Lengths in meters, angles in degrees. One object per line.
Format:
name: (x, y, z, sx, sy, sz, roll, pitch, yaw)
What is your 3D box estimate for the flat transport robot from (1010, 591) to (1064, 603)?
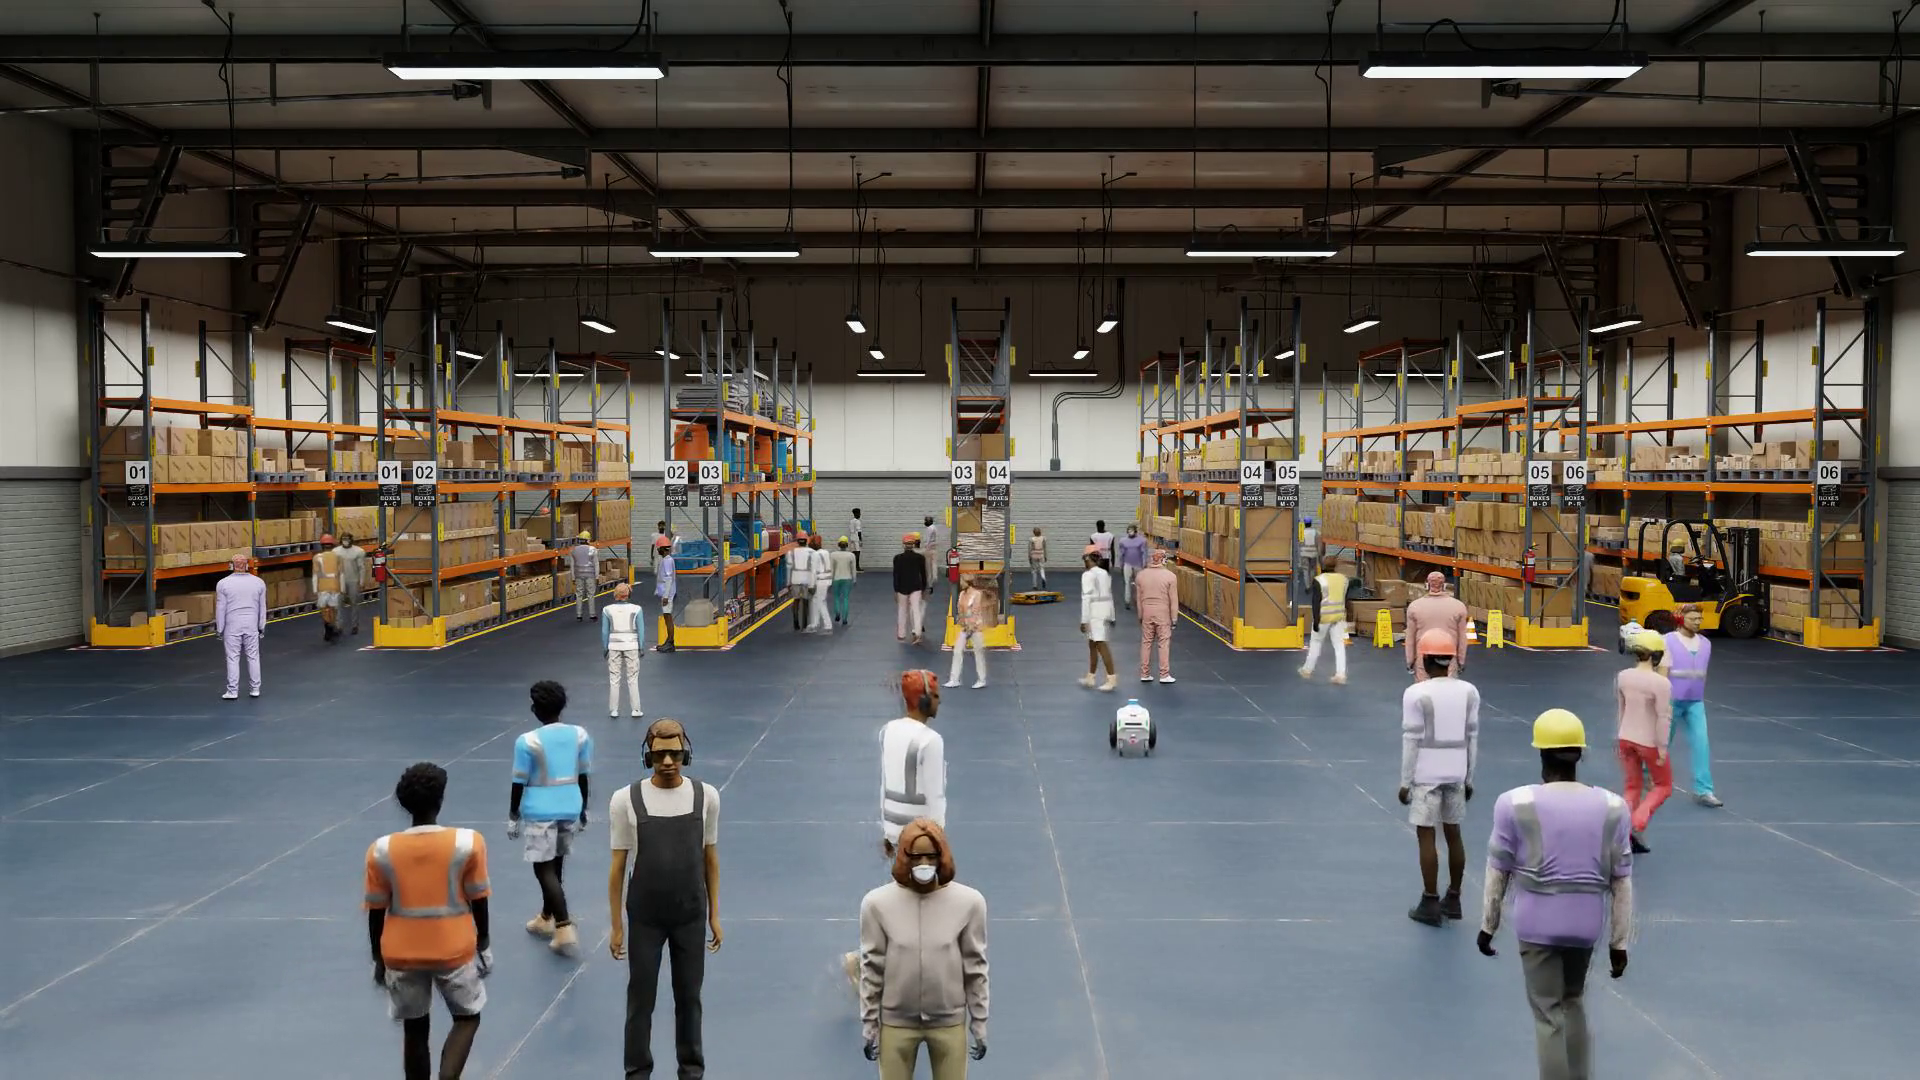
flat transport robot: (1.766, 1.323, 37.548, 0.652, 0.197, 1.431, 2, 3, 37)

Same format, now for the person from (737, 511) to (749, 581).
person: (-5.887, 0.174, 44.852, 0.795, 1.966, 0.666, 0, 2, 3)

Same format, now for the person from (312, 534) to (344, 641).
person: (-11.198, 0.844, 28.665, 0.560, 1.921, 0.560, -2, 3, -37)

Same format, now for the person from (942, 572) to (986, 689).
person: (0.072, 1.256, 22.175, 0.740, 1.607, 0.513, -2, 3, -38)

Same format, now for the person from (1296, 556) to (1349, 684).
person: (5.197, 1.125, 23.053, 0.642, 1.799, 0.897, -1, 2, -22)

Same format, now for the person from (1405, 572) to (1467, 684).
person: (5.194, 1.295, 17.625, 0.655, 1.899, 0.398, 1, 2, 17)

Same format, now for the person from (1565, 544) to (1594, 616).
person: (11.534, 0.824, 30.036, 0.538, 1.844, 0.510, 0, 2, -4)

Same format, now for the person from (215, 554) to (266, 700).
person: (-9.500, 1.142, 21.297, 0.654, 1.906, 0.407, -2, 3, -45)

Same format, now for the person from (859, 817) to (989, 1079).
person: (-0.137, 1.878, 6.236, 0.498, 1.629, 0.270, 0, 2, -2)

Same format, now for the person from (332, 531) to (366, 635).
person: (-11.362, 0.790, 29.957, 0.631, 1.938, 0.428, 0, 2, -10)

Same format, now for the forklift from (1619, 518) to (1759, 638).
forklift: (13.417, 0.684, 29.791, 2.313, 2.155, 1.214, 0, 2, 0)

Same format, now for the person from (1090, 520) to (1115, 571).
person: (3.365, 0.463, 38.446, 0.615, 1.899, 0.553, -1, 2, -13)

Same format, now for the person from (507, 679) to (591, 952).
person: (-2.560, 1.704, 10.085, 0.713, 1.674, 0.542, 2, 3, 42)

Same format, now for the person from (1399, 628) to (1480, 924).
person: (3.165, 1.549, 10.727, 0.546, 1.938, 0.359, -1, 2, -16)

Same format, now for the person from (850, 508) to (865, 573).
person: (-3.143, 0.005, 49.175, 0.367, 1.966, 0.607, -1, 3, -30)

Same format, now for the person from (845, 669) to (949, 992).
person: (-0.308, 1.654, 9.038, 0.743, 1.866, 0.582, -1, 3, -32)

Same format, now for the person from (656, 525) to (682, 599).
person: (-6.917, 0.525, 38.234, 0.613, 1.785, 0.908, 1, 2, 13)

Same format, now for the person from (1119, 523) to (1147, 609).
person: (3.849, 0.573, 35.917, 0.632, 1.900, 1.028, 0, 2, 10)

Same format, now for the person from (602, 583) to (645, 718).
person: (-4.084, 1.342, 19.599, 0.513, 1.639, 0.313, 0, 2, -1)

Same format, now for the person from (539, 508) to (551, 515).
person: (-11.762, 0.110, 45.937, 0.484, 2.042, 0.636, 1, 2, 17)

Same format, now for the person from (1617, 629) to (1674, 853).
person: (5.294, 1.570, 12.511, 0.394, 1.755, 0.528, -1, 3, -26)

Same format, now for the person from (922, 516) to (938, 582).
person: (-0.941, 0.257, 44.663, 0.747, 1.816, 0.641, 0, 2, 3)

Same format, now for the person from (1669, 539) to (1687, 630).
person: (13.741, 0.842, 30.904, 0.325, 1.740, 0.492, 0, 2, 1)

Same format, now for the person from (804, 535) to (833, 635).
person: (-2.613, 0.824, 29.970, 0.575, 1.858, 0.601, 1, 2, 17)

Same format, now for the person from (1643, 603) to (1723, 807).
person: (6.554, 1.458, 14.717, 0.566, 1.809, 0.942, 0, 2, -12)

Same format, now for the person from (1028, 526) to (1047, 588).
person: (2.023, 0.455, 42.013, 0.527, 1.624, 0.531, 0, 2, -12)

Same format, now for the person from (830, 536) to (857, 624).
person: (-2.337, 0.784, 32.229, 0.556, 1.740, 0.704, 0, 2, -3)

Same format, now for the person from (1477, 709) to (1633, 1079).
person: (2.635, 1.705, 7.197, 0.591, 1.905, 0.587, 0, 2, -4)

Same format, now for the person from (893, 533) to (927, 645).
person: (-0.856, 0.851, 28.156, 0.636, 1.952, 1.018, -1, 2, -18)

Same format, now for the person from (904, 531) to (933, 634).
person: (-0.802, 0.793, 29.970, 0.606, 1.910, 0.414, 0, 2, 1)

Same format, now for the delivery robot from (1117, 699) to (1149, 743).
delivery robot: (1.849, 1.944, 17.252, 0.477, 0.478, 0.707, 0, 2, 6)

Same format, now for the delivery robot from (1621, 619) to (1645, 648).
delivery robot: (11.243, 1.558, 26.951, 0.477, 0.478, 0.707, 1, 2, 16)

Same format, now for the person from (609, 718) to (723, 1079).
person: (-1.331, 1.729, 7.343, 0.524, 1.846, 0.353, -1, 2, -22)

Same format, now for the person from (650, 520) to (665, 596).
person: (-7.278, 0.446, 39.414, 0.571, 1.854, 0.535, 0, 2, -9)

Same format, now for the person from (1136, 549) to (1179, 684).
person: (2.825, 1.081, 22.968, 0.641, 1.900, 0.403, 1, 3, 32)

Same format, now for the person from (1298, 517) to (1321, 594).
person: (8.686, 0.378, 40.395, 0.631, 1.908, 0.932, 0, 2, 2)

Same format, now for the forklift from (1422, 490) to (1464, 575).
forklift: (13.926, -0.371, 47.846, 1.873, 2.768, 1.129, 0, 2, 0)

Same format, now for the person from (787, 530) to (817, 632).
person: (-2.965, 0.771, 30.432, 0.559, 1.923, 0.415, 0, 2, 4)

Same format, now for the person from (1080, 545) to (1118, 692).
person: (1.907, 1.068, 22.252, 0.681, 1.999, 0.640, 1, 3, 32)

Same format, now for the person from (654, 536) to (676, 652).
person: (-4.944, 0.901, 27.026, 0.363, 1.932, 0.552, 0, 2, -10)

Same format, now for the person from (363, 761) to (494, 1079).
person: (-2.327, 1.813, 7.047, 0.553, 1.685, 0.458, 0, 2, -6)

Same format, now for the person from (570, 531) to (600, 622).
person: (-7.559, 0.730, 32.595, 0.590, 1.833, 0.404, 0, 2, 3)
